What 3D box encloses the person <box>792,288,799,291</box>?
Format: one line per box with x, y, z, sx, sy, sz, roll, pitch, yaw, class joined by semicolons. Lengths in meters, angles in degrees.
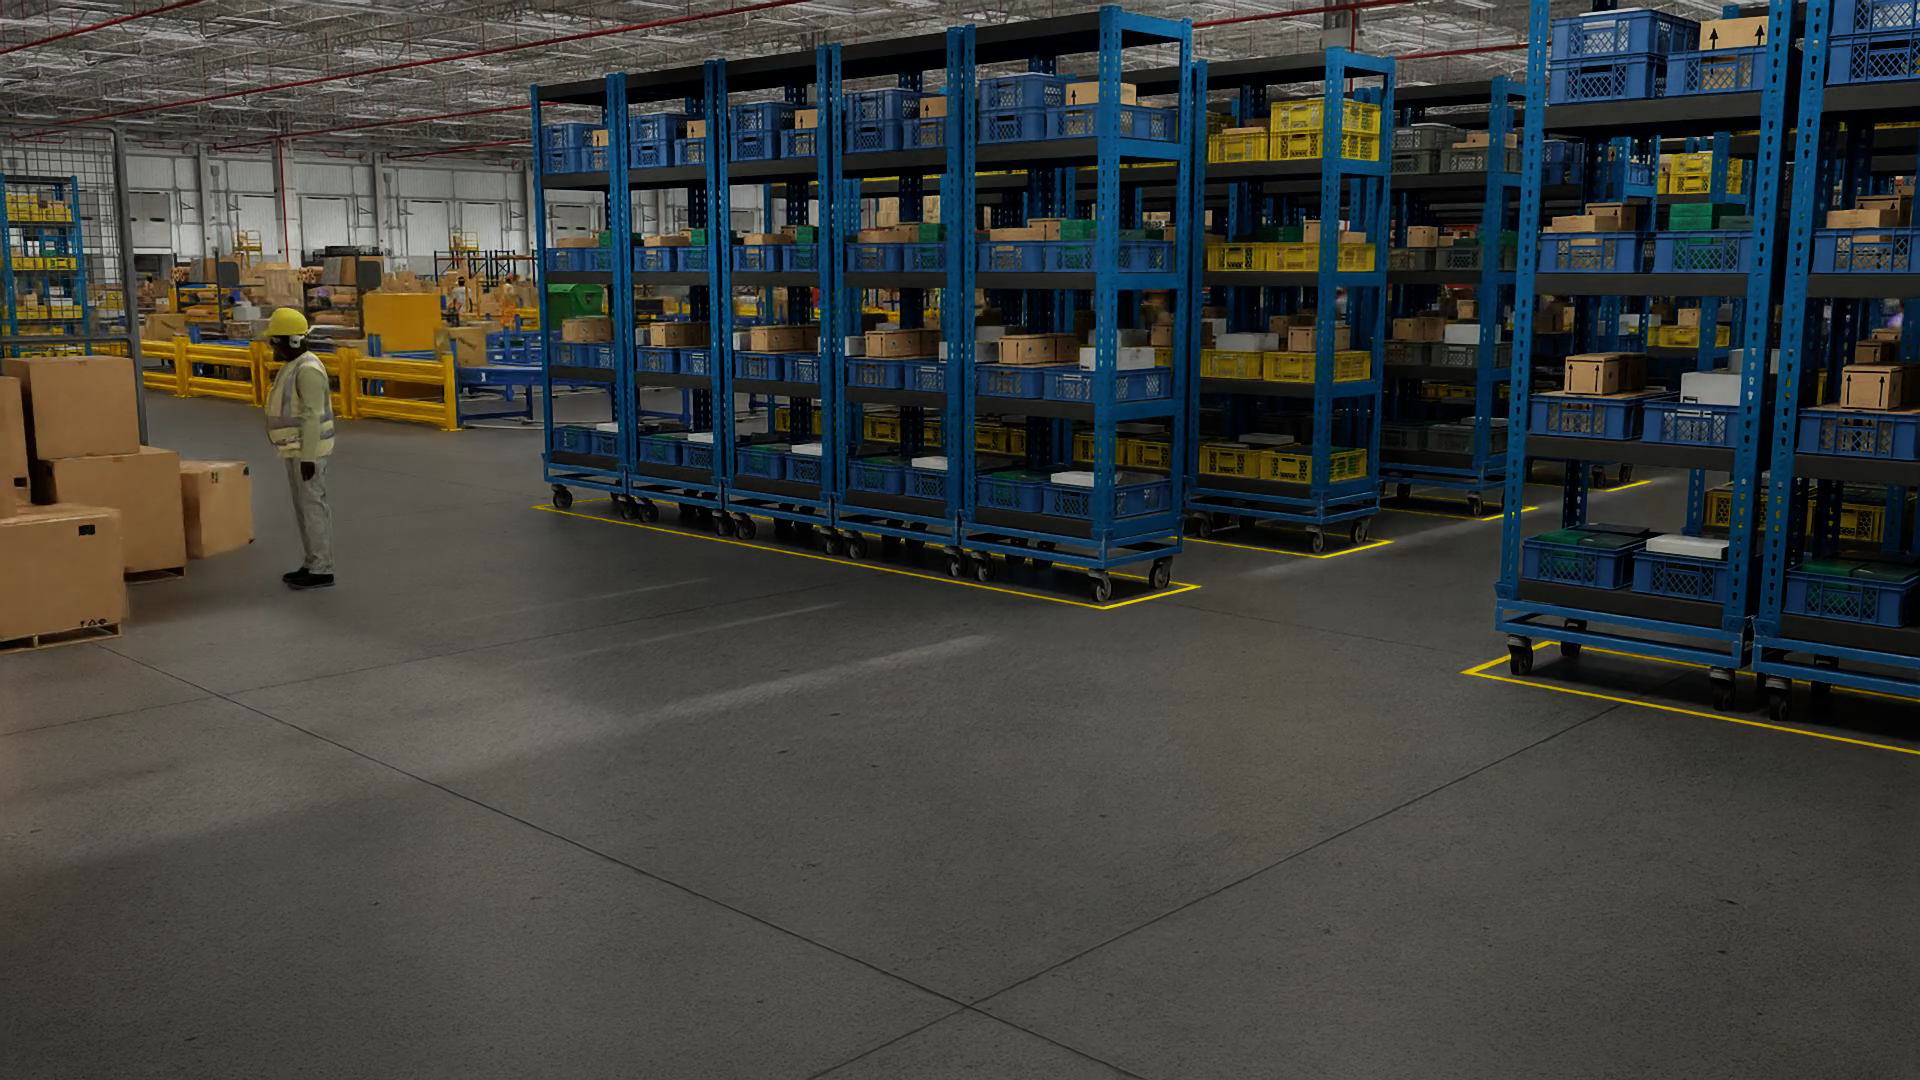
-6.026;-8.830;61.757;0.484;1.670;0.588;3;10;20;person

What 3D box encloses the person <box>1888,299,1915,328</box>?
11.069;-2.033;19.630;0.689;1.824;0.584;6;11;34;person

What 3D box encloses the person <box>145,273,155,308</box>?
-39.440;-12.063;80.929;0.878;1.897;0.598;1;9;8;person

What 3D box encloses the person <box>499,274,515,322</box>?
-15.197;-8.001;56.070;0.730;1.895;0.532;4;10;24;person

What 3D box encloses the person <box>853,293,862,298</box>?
-5.098;-12.271;82.251;0.559;1.880;1.054;7;11;36;person

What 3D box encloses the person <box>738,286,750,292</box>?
-8.990;-10.163;69.047;0.603;1.967;0.366;6;11;32;person

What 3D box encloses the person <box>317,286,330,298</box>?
-24.063;-9.168;62.912;0.652;1.991;0.698;4;10;24;person

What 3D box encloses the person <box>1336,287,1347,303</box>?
6.455;-3.411;27.907;0.805;1.886;0.637;-4;10;-24;person

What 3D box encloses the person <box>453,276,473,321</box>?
-13.450;-6.190;44.990;0.535;1.868;0.309;-4;10;-21;person

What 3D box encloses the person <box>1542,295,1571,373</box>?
8.145;-2.552;22.404;0.903;1.958;0.633;7;12;38;person

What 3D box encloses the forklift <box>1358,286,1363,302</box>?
11.100;-7.017;46.970;1.873;2.768;1.129;9;13;43;forklift

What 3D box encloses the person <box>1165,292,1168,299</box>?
6.237;-6.926;49.755;0.933;1.779;0.612;8;12;40;person

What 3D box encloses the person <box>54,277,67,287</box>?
-36.585;-9.883;67.839;0.634;1.808;0.900;-1;9;-4;person

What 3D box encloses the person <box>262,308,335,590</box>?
-4.291;-0.591;10.821;0.404;1.824;0.586;-6;11;-34;person

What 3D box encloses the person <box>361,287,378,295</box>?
-20.091;-8.182;56.678;0.599;2.000;0.695;3;10;16;person

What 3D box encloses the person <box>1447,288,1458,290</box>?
19.278;-9.387;65.340;0.549;1.623;0.392;6;11;31;person

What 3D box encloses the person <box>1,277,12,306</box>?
-28.915;-7.085;50.592;0.980;1.836;0.592;-7;12;-38;person

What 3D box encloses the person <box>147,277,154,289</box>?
-38.322;-11.601;78.741;0.325;1.687;0.564;-7;11;-35;person

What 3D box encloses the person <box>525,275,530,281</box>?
-22.633;-12.993;87.111;0.517;1.721;0.489;6;11;32;person

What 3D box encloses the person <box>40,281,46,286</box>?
-25.396;-6.311;46.179;0.884;1.726;0.528;-2;9;-9;person

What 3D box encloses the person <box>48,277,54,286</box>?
-34.953;-9.268;63.714;0.646;1.924;0.476;2;9;11;person

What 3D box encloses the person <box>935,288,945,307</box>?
-0.693;-8.943;62.386;0.535;1.700;0.318;-4;10;-21;person
